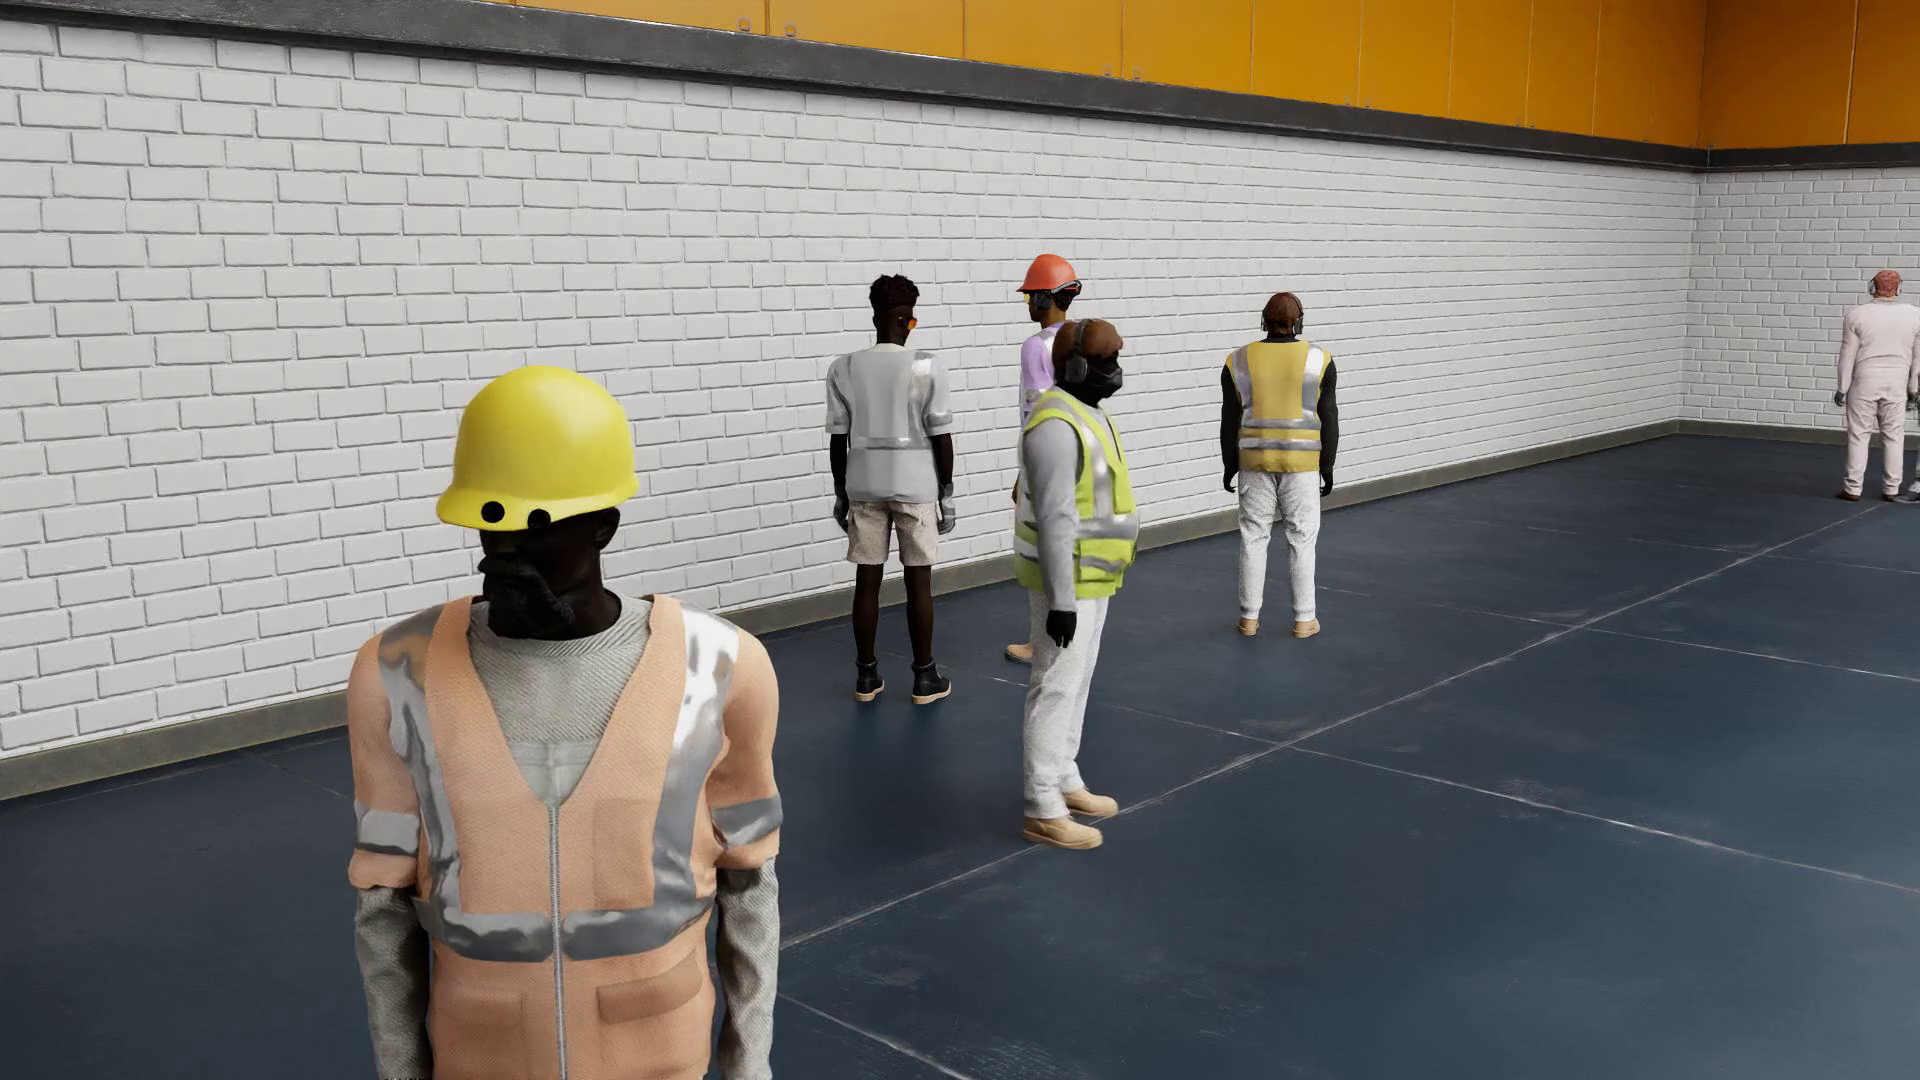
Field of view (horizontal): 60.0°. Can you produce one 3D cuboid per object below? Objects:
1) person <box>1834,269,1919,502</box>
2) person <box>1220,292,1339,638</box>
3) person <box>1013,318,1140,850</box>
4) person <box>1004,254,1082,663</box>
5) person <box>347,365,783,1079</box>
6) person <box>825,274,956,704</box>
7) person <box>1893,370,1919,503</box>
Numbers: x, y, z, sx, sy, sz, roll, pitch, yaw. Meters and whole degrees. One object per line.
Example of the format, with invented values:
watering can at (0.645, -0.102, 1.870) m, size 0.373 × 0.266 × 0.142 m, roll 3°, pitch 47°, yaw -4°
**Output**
person at (7.521, -1.260, 13.641) m, size 0.651 × 1.906 × 0.403 m, roll 2°, pitch 10°, yaw 11°
person at (1.704, -0.394, 8.892) m, size 0.621 × 1.845 × 0.429 m, roll 3°, pitch 10°, yaw 16°
person at (0.410, 0.142, 5.848) m, size 0.428 × 1.840 × 0.636 m, roll 3°, pitch 10°, yaw 15°
person at (0.444, -0.398, 8.341) m, size 0.373 × 2.044 × 0.608 m, roll 6°, pitch 11°, yaw 29°
person at (-0.538, 0.716, 2.339) m, size 0.589 × 1.924 × 0.383 m, roll -1°, pitch 10°, yaw -7°
person at (-0.303, -0.224, 7.590) m, size 0.602 × 1.958 × 0.380 m, roll 3°, pitch 10°, yaw 15°
person at (8.054, -1.188, 13.538) m, size 0.773 × 1.801 × 0.594 m, roll -1°, pitch 10°, yaw -8°
